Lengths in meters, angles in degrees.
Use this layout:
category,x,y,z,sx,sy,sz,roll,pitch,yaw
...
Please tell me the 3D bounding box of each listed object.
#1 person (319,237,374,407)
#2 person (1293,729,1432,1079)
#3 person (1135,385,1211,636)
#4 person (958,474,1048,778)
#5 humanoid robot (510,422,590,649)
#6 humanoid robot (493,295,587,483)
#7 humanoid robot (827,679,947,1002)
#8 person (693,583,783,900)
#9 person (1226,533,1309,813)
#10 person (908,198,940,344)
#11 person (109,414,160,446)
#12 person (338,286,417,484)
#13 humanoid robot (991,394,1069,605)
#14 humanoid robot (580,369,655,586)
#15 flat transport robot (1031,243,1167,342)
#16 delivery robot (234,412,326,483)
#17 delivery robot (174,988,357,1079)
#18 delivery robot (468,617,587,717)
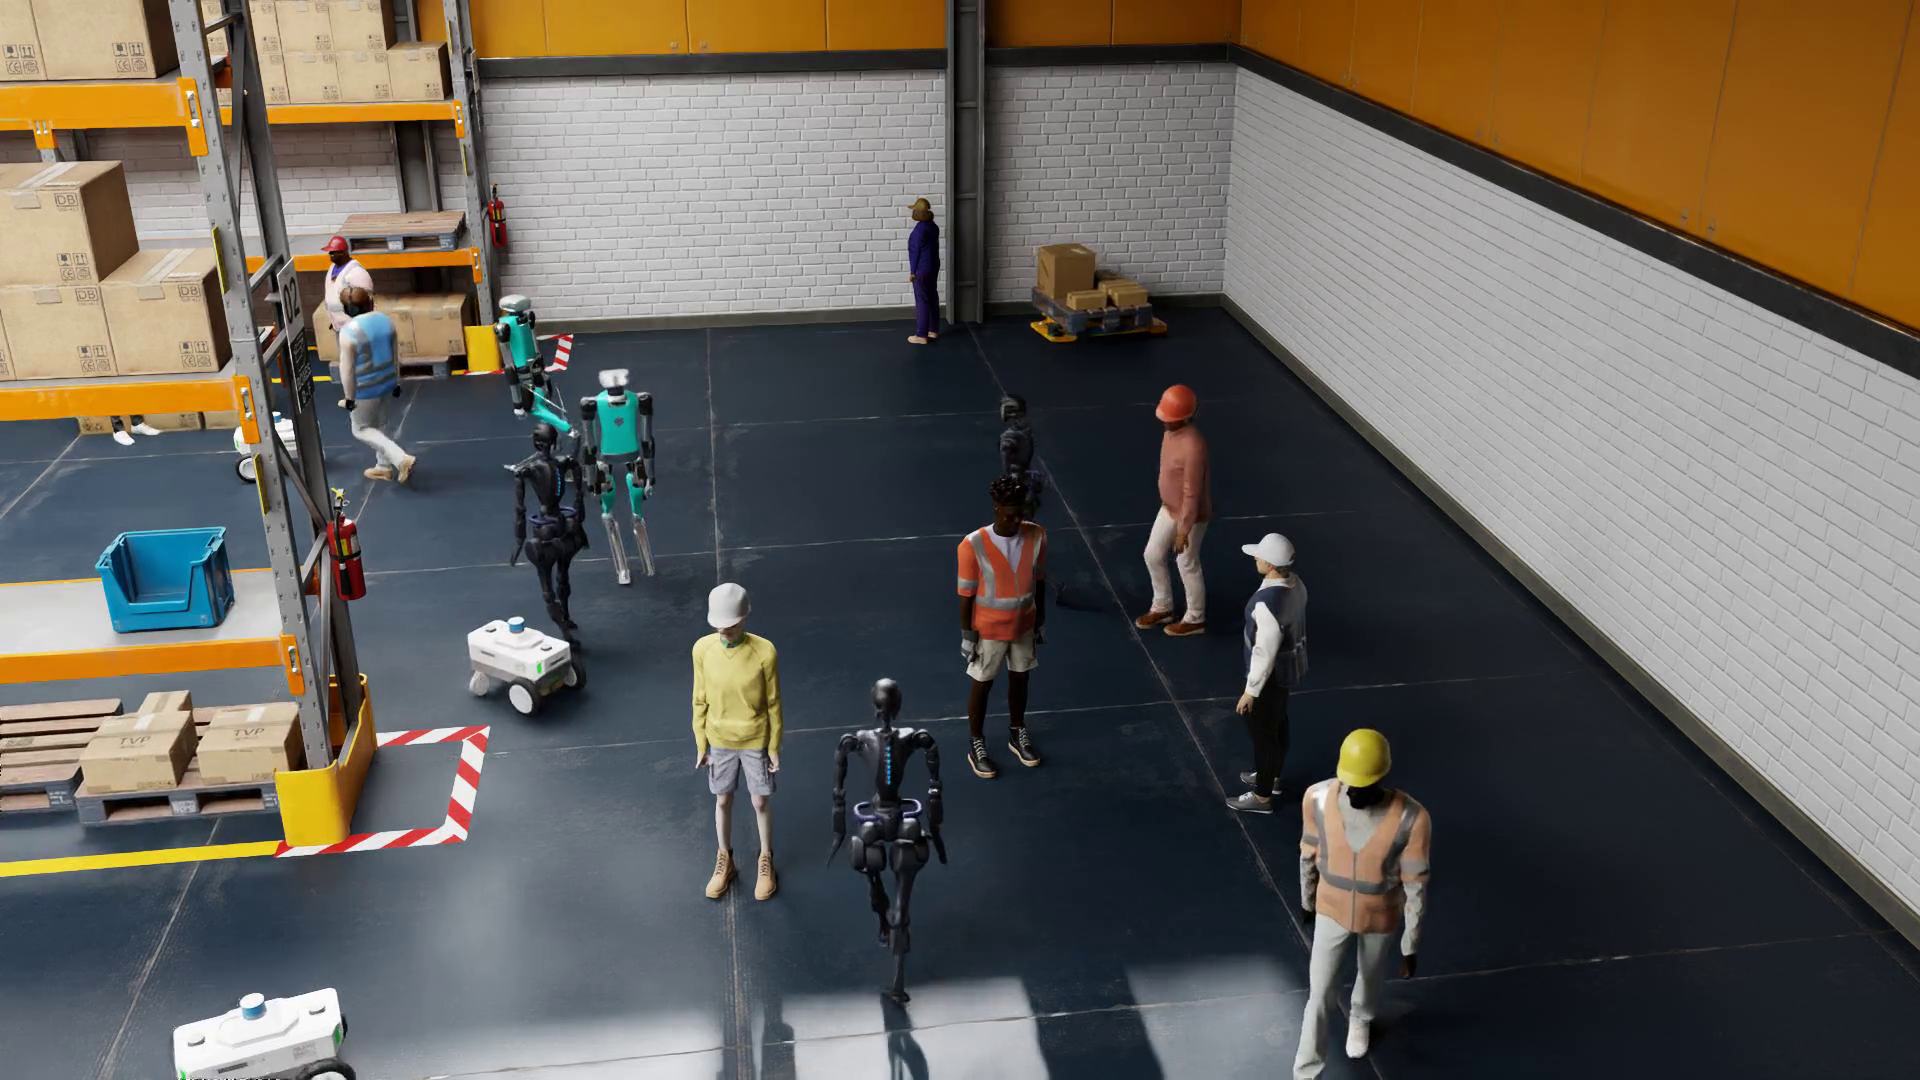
category,x,y,z,sx,sy,sz,roll,pitch,yaw
person,-6.008,-2.124,16.388,0.622,1.751,0.420,17,29,33
person,1.784,1.703,7.516,0.607,1.876,0.973,10,26,22
person,1.542,-0.183,11.725,0.601,1.948,0.637,-8,25,-17
person,0.269,0.514,10.133,0.606,1.958,0.373,-12,26,-25
humanoid robot,-2.903,-0.037,11.772,0.645,1.649,0.614,21,31,39
humanoid robot,-3.577,-1.255,14.466,1.049,1.739,0.535,7,25,14
humanoid robot,-0.366,1.487,8.338,0.611,1.611,0.789,-4,24,-9
person,-1.191,1.075,8.935,0.486,1.887,0.400,2,24,5
person,1.809,0.779,9.765,0.435,1.757,0.775,11,26,24
person,-0.420,-3.011,18.580,0.356,1.620,0.449,12,26,25
person,-7.885,-1.826,15.578,0.320,1.860,0.516,10,26,22
person,-5.078,-1.323,14.483,0.597,1.820,0.636,8,25,17
humanoid robot,0.528,-0.306,12.362,0.608,1.623,0.602,9,25,19
humanoid robot,-2.606,-0.479,12.708,0.540,1.832,0.663,-8,25,-17
flat transport robot,1.592,-2.496,19.083,1.431,0.231,0.659,-8,25,-17
delivery robot,-6.151,-0.848,14.989,0.808,0.607,0.499,-7,25,-15
delivery robot,-3.205,2.356,7.665,0.792,0.589,0.499,-10,26,-22
delivery robot,-2.944,0.818,11.176,0.766,0.594,0.528,14,27,29
